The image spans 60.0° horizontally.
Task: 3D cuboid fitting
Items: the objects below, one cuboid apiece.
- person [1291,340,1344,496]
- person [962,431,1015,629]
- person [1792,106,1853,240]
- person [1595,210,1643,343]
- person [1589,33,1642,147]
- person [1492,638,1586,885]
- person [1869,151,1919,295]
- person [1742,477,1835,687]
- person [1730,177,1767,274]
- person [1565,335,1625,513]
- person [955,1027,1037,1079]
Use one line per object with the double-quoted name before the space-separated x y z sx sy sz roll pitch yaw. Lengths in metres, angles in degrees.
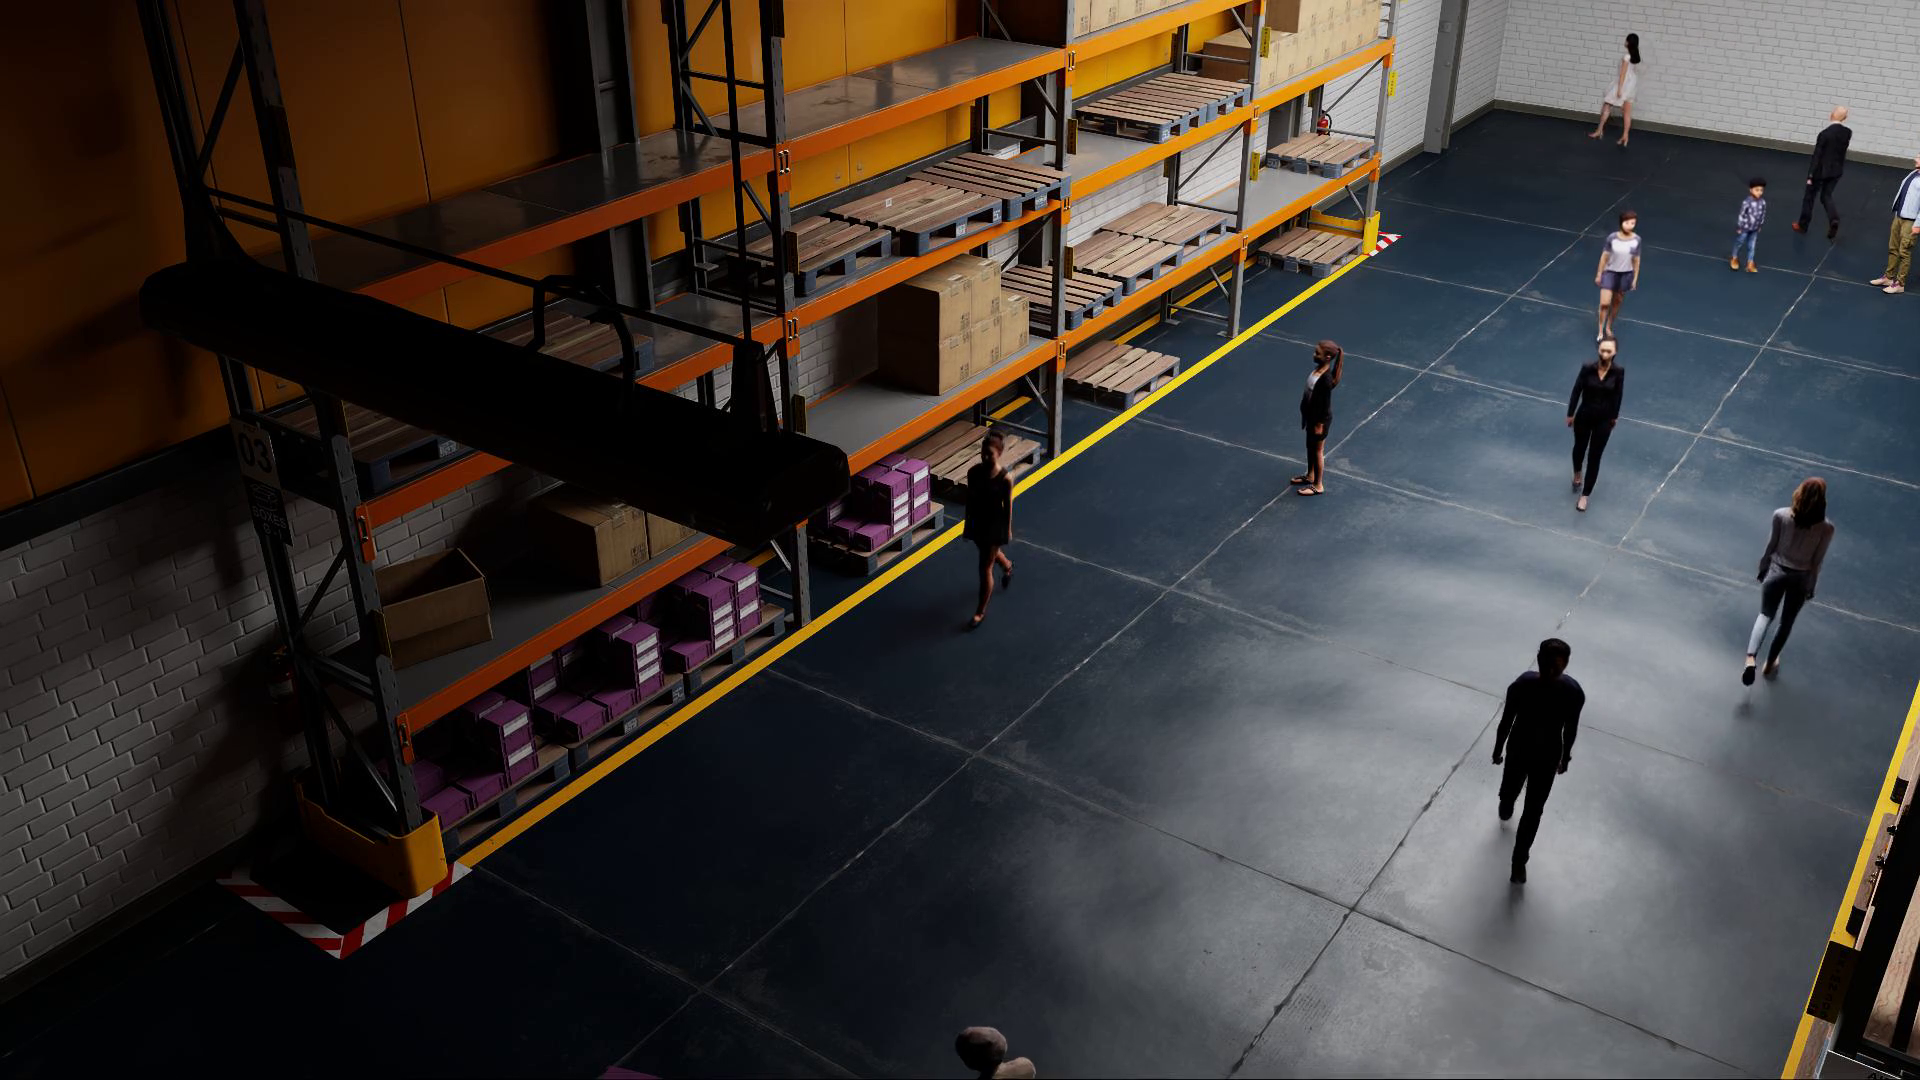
"person" 3.436 -1.192 15.958 0.707 1.556 0.641 -2 29 -4
"person" 0.274 -0.149 13.955 0.602 1.642 1.093 17 33 28
"person" 11.847 -4.972 22.659 1.093 1.775 1.180 -4 29 -7
"person" 7.709 -3.137 19.534 0.768 1.545 0.879 4 29 8
"person" 10.791 -7.239 26.838 0.928 1.753 0.851 -21 35 -33
"person" 3.808 1.369 11.040 0.851 1.769 1.139 9 30 16
"person" 11.903 -4.013 20.861 0.822 1.811 0.735 -2 29 -4
"person" 6.386 0.355 12.886 0.637 1.781 0.995 22 35 34
"person" 10.253 -4.120 21.664 0.730 1.231 0.825 0 29 -1
"person" 5.990 -1.145 15.762 0.785 1.661 1.117 10 30 18
"person" 0.251 3.073 7.996 1.133 1.693 1.084 -11 31 -20
